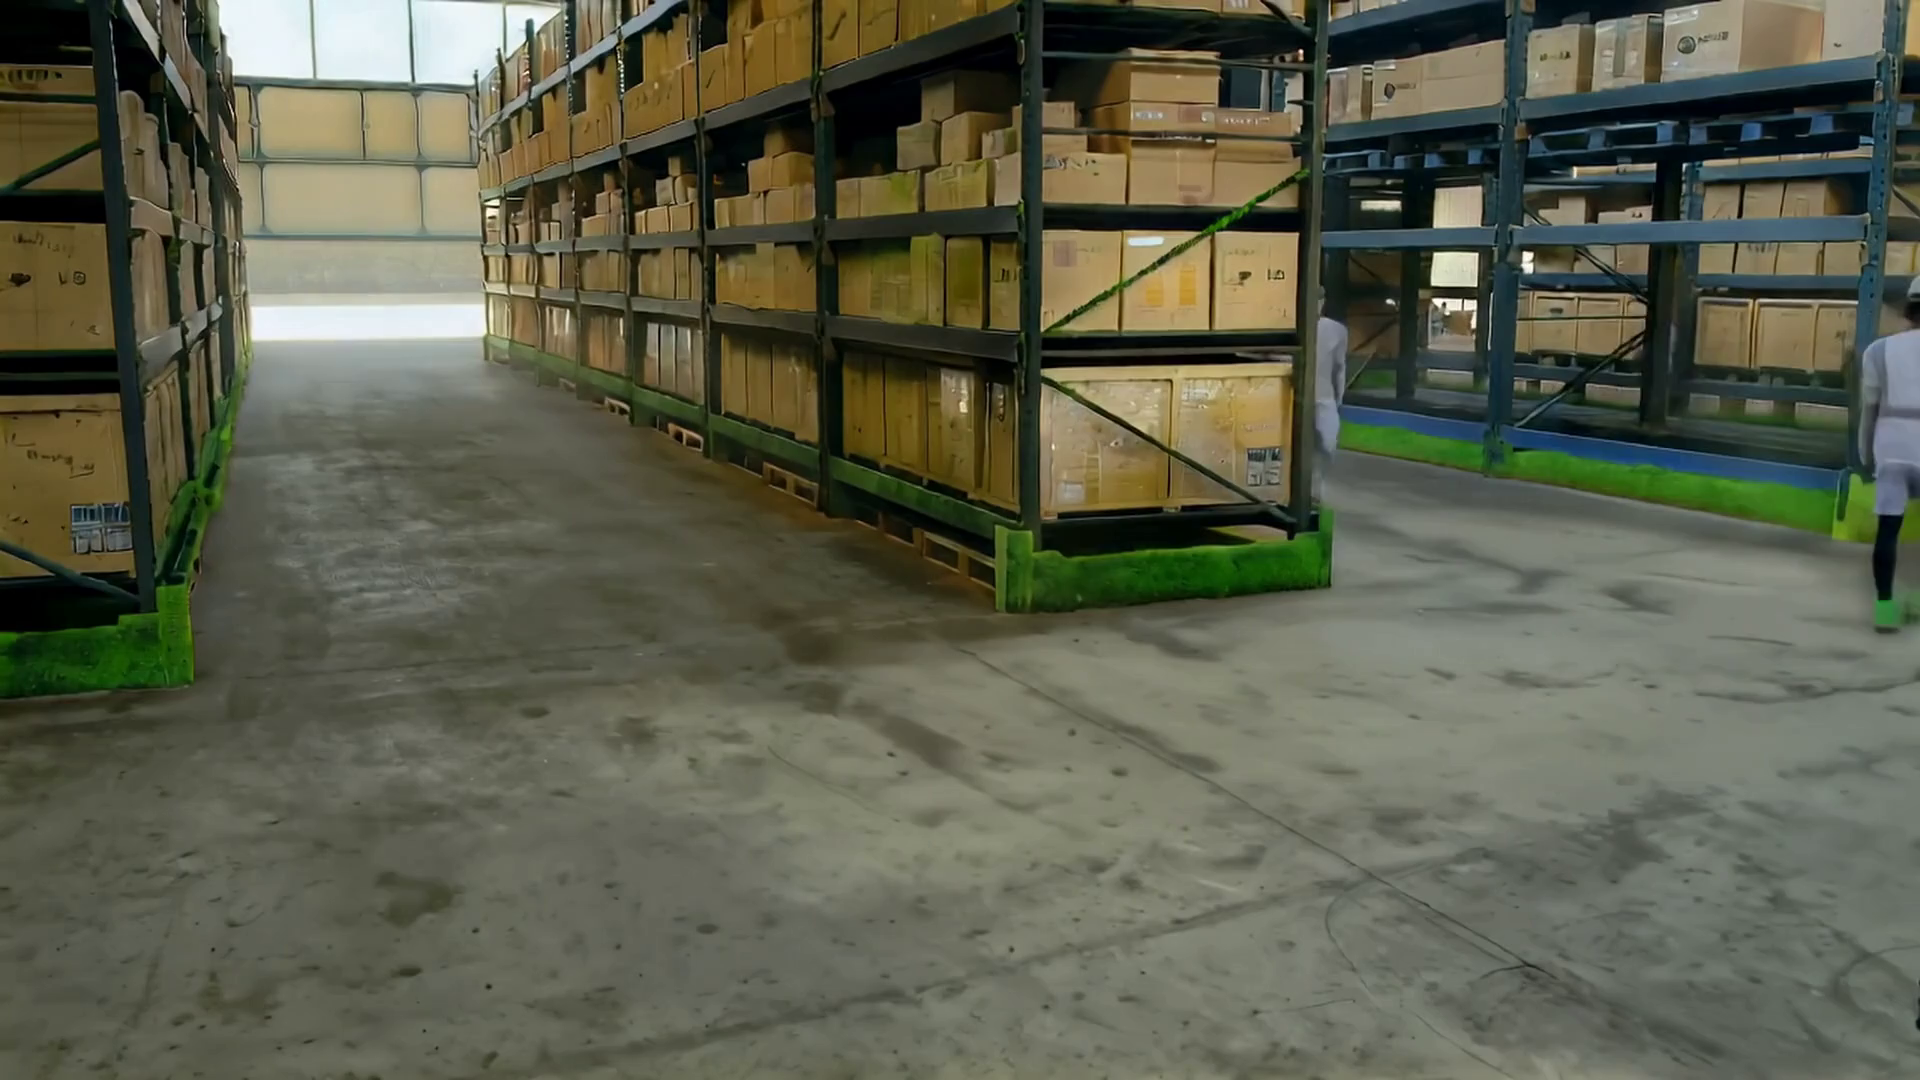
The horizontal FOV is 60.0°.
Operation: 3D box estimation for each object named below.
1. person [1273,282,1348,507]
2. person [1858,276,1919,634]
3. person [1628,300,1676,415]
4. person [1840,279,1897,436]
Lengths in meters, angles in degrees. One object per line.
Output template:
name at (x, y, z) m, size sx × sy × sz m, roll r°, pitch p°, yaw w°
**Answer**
person at (2.805, -1.105, 13.338) m, size 0.636 × 1.921 × 0.432 m, roll -1°, pitch 10°, yaw -5°
person at (5.389, -0.488, 9.332) m, size 0.689 × 2.023 × 0.632 m, roll -8°, pitch 12°, yaw -40°
person at (7.782, -1.900, 18.815) m, size 0.553 × 1.672 × 0.588 m, roll -5°, pitch 11°, yaw -26°
person at (9.762, -1.865, 17.992) m, size 0.400 × 1.900 × 0.636 m, roll -3°, pitch 10°, yaw -16°
